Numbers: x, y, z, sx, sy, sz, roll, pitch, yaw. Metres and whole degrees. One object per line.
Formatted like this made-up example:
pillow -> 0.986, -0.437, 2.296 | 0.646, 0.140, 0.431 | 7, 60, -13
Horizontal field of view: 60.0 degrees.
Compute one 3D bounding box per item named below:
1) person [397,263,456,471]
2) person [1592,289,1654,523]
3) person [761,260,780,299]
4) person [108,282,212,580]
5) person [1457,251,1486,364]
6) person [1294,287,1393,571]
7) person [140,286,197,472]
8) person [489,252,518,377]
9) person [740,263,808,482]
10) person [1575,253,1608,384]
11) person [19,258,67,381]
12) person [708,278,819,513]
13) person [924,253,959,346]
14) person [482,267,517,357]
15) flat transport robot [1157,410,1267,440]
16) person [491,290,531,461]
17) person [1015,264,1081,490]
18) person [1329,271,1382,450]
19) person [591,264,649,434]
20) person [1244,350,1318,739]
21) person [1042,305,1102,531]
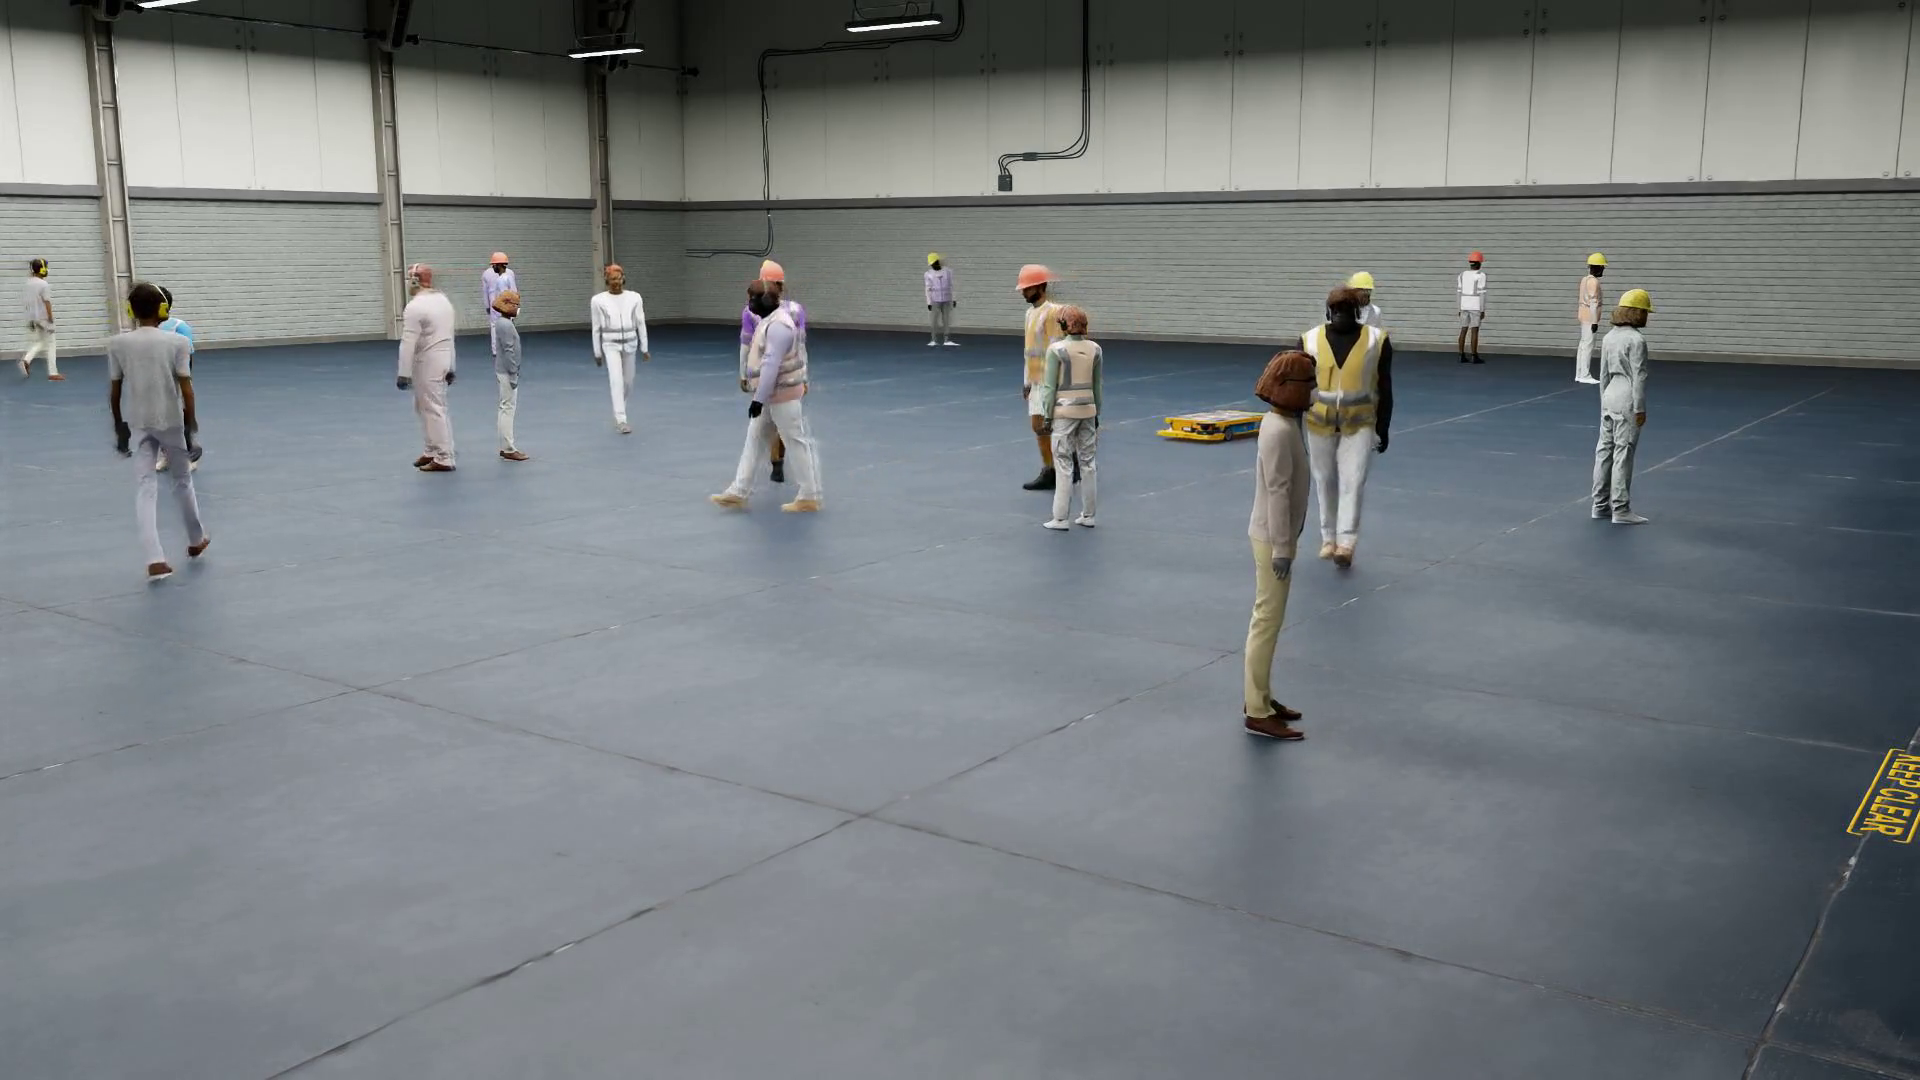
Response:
person -> -4.921, -1.560, 15.143 | 0.634, 1.885, 0.672 | 2, 10, 10
person -> 4.972, -0.995, 12.418 | 0.311, 1.735, 0.483 | -2, 10, -12
person -> -3.504, -4.255, 30.597 | 0.319, 1.766, 0.534 | -6, 12, -31
person -> -5.057, -0.706, 10.530 | 0.559, 1.824, 0.963 | -2, 10, -11
person -> 8.876, -4.024, 28.816 | 0.379, 1.938, 0.547 | -7, 12, -35
person -> 2.422, -0.716, 10.692 | 0.651, 1.791, 0.955 | 4, 11, 20
person -> -7.171, -1.445, 15.040 | 0.540, 1.697, 0.318 | 3, 11, 16
person -> -7.097, -3.491, 25.835 | 0.375, 1.935, 0.551 | -1, 10, -4
person -> -1.677, -1.497, 14.778 | 0.574, 1.891, 0.949 | -3, 11, -16
person -> 9.388, -3.287, 24.719 | 0.370, 1.925, 0.594 | 1, 10, 8
person -> -13.883, -3.306, 25.044 | 0.540, 1.850, 0.614 | 4, 11, 22
person -> -1.513, -1.088, 12.754 | 0.900, 1.798, 0.639 | -3, 11, -18
person -> -0.349, -4.839, 33.582 | 0.744, 1.876, 0.384 | -3, 11, -16
person -> -8.398, -4.304, 30.491 | 0.639, 1.902, 0.407 | 2, 10, 9
flat transport robot -> 2.803, -1.242, 17.901 | 0.652, 0.197, 1.431 | 9, 14, 42
person -> -4.326, -1.579, 15.977 | 0.285, 1.633, 0.498 | -4, 11, -21
person -> 0.716, -1.365, 14.017 | 0.539, 1.902, 0.552 | -3, 11, -17
person -> 4.003, -1.837, 16.962 | 0.590, 1.802, 0.841 | -2, 10, -11
person -> -3.797, -2.132, 18.478 | 0.580, 1.855, 0.904 | -5, 11, -26
person -> 1.361, 0.011, 7.066 | 0.271, 1.632, 0.503 | 2, 10, 12
person -> 0.819, -0.884, 12.085 | 0.513, 1.635, 0.311 | -7, 12, -36
